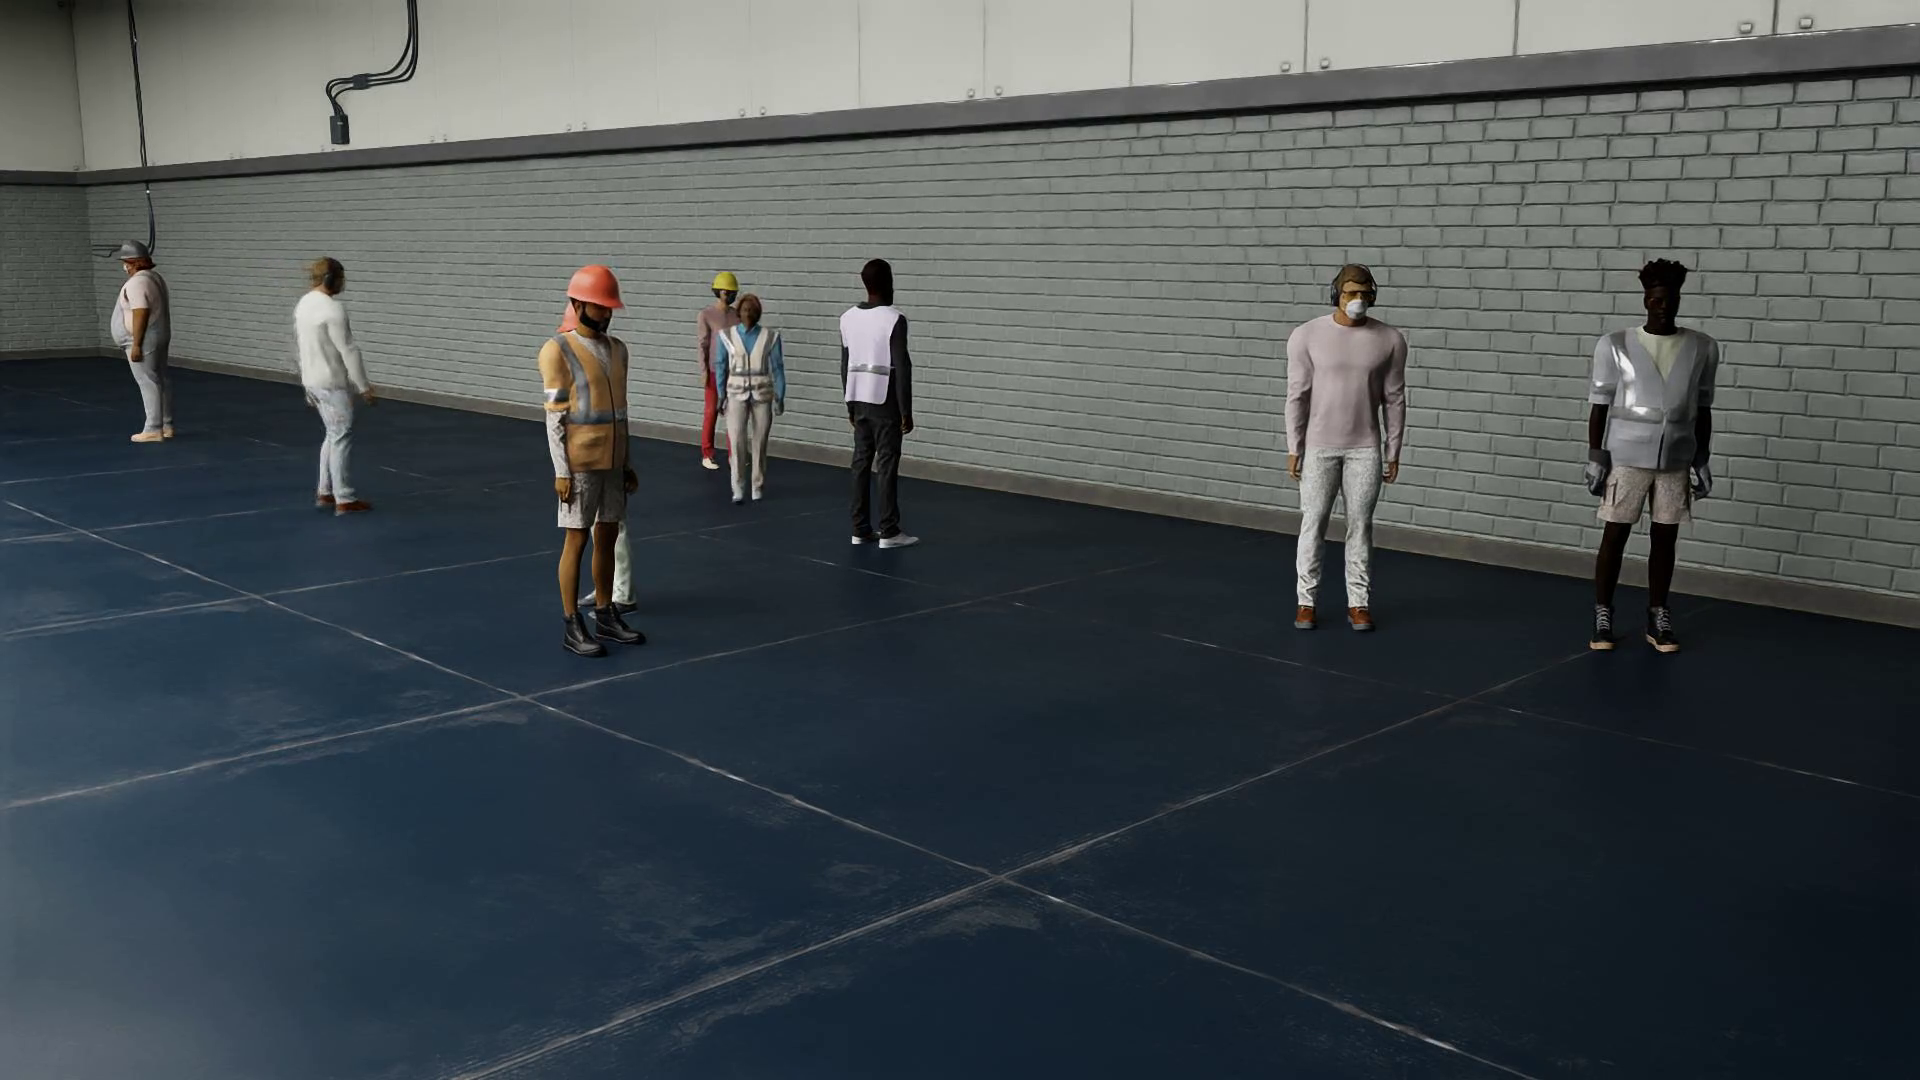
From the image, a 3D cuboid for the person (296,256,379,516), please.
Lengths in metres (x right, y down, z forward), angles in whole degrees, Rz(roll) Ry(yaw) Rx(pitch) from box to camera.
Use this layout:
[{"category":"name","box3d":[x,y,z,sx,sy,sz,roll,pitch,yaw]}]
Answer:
[{"category":"person","box3d":[-4.640,-1.135,12.344,0.447,1.928,0.640,-9,13,-39]}]

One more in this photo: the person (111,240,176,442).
[{"category":"person","box3d":[-8.300,-2.021,16.863,0.535,2.000,0.686,-1,10,-5]}]

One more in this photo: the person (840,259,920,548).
[{"category":"person","box3d":[-0.555,-0.905,11.106,0.590,1.922,0.392,9,14,40]}]

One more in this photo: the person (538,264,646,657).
[{"category":"person","box3d":[-1.813,-0.395,8.294,0.362,1.934,0.543,6,12,30]}]

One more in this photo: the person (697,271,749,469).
[{"category":"person","box3d":[-2.091,-1.505,14.837,0.524,1.762,0.347,-8,13,-35]}]

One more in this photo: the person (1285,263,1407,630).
[{"category":"person","box3d":[2.023,-0.480,8.771,0.629,1.933,0.370,1,10,4]}]

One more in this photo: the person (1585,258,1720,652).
[{"category":"person","box3d":[3.443,-0.413,8.296,0.610,1.963,0.352,1,10,6]}]

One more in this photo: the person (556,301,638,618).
[{"category":"person","box3d":[-2.002,-0.447,9.104,0.357,1.741,0.562,-5,12,-26]}]

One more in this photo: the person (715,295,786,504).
[{"category":"person","box3d":[-1.612,-1.070,12.827,0.541,1.606,0.758,-1,10,-7]}]
